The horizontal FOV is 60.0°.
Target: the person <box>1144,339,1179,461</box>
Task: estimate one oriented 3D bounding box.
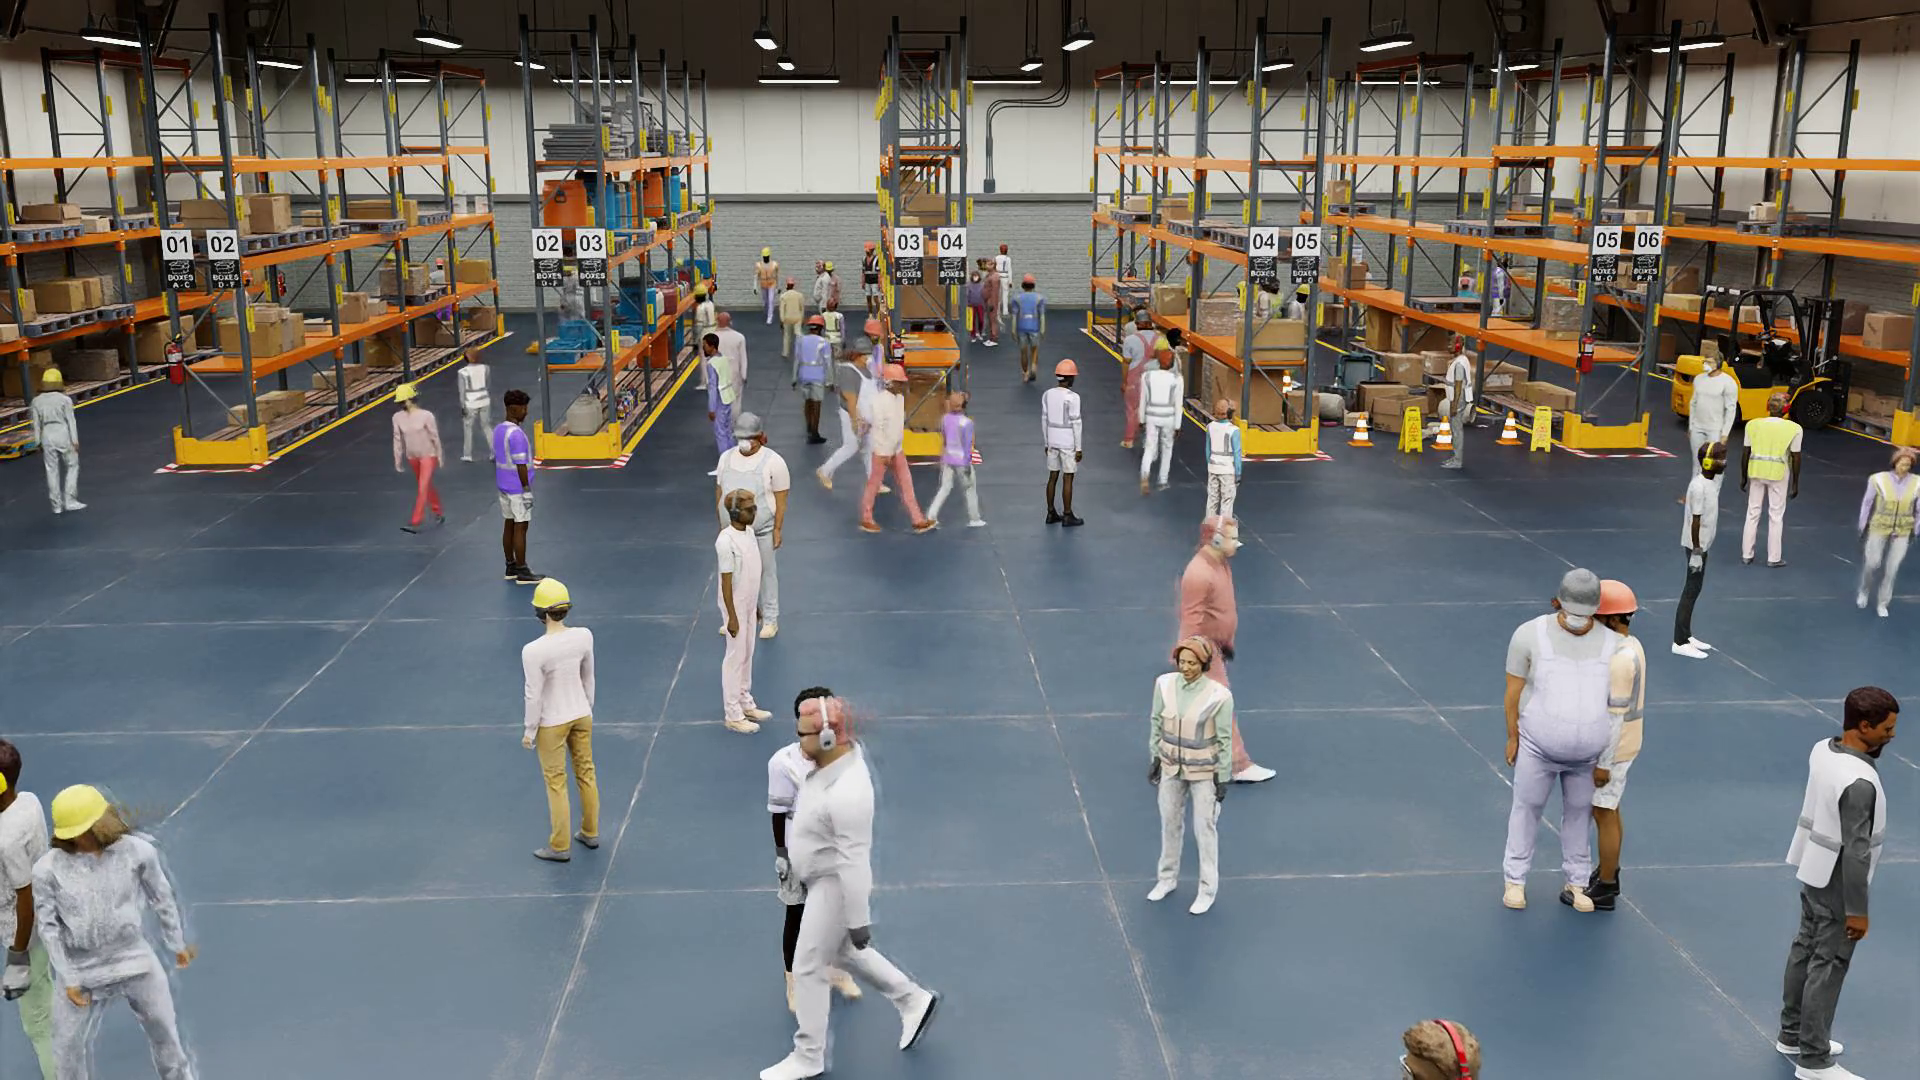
[{"bbox_3d":[2.813,-1.976,23.377,0.493,1.694,0.909,2,13,9],"label":"person"}]

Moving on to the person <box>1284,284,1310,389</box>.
[{"bbox_3d":[6.156,-3.728,30.357,0.451,1.907,0.581,6,15,24],"label":"person"}]

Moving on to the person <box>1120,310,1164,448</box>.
[{"bbox_3d":[2.640,-2.363,24.277,0.686,2.000,0.535,-5,14,-21],"label":"person"}]

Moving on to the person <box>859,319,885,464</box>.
[{"bbox_3d":[-1.232,-2.033,22.917,0.449,2.021,0.639,11,17,40],"label":"person"}]

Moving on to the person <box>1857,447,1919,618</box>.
[{"bbox_3d":[8.661,-0.073,15.482,0.515,1.622,0.353,4,14,17],"label":"person"}]

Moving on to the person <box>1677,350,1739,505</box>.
[{"bbox_3d":[9.087,-1.339,20.161,0.376,1.940,0.629,-6,14,-22],"label":"person"}]

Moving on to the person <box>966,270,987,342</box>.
[{"bbox_3d":[0.368,-5.255,37.443,0.506,1.623,0.383,0,13,0],"label":"person"}]

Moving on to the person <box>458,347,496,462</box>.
[{"bbox_3d":[-6.710,-1.873,23.105,0.526,1.619,0.618,-12,18,-42],"label":"person"}]

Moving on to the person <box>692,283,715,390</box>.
[{"bbox_3d":[-4.629,-3.686,30.131,0.384,1.926,0.603,3,14,14],"label":"person"}]

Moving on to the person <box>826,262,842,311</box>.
[{"bbox_3d":[-2.979,-5.512,38.273,0.540,1.727,0.849,-1,13,-6],"label":"person"}]

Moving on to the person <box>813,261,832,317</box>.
[{"bbox_3d":[-3.016,-5.169,36.487,0.397,1.900,0.635,-3,14,-12],"label":"person"}]

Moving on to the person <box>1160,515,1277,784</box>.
[{"bbox_3d":[1.804,0.755,11.444,0.934,1.861,0.663,4,14,16],"label":"person"}]

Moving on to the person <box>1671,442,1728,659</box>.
[{"bbox_3d":[6.386,0.072,14.329,0.313,1.869,0.538,7,15,29],"label":"person"}]

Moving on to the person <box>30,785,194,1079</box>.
[{"bbox_3d":[-3.643,1.837,7.233,0.799,1.706,0.360,-8,16,-31],"label":"person"}]

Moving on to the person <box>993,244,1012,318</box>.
[{"bbox_3d":[1.109,-6.667,42.848,0.584,1.882,0.339,12,18,41],"label":"person"}]

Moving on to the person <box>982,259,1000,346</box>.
[{"bbox_3d":[0.683,-5.252,36.793,0.409,1.913,0.648,-1,13,-4],"label":"person"}]

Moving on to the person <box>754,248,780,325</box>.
[{"bbox_3d":[-4.799,-6.354,41.539,0.604,1.879,0.979,1,13,5],"label":"person"}]

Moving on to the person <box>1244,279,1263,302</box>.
[{"bbox_3d":[6.927,-5.666,39.125,0.512,1.642,0.311,2,13,8],"label":"person"}]

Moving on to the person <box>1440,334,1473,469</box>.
[{"bbox_3d":[6.791,-1.882,22.689,0.392,1.836,0.561,3,14,12],"label":"person"}]

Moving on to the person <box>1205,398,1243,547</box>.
[{"bbox_3d":[2.888,-0.735,18.239,0.307,1.641,0.514,-10,16,-35],"label":"person"}]

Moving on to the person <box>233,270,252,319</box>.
[{"bbox_3d":[-13.921,-4.257,32.422,0.406,1.989,0.622,-10,16,-36],"label":"person"}]

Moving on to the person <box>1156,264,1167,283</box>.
[{"bbox_3d":[4.762,-5.729,39.428,0.277,1.627,0.502,-1,13,-3],"label":"person"}]

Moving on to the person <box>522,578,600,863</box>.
[{"bbox_3d":[-2.457,1.100,10.196,0.314,1.769,0.524,10,17,36],"label":"person"}]

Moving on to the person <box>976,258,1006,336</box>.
[{"bbox_3d":[0.651,-5.620,38.519,0.792,1.832,0.547,7,15,26],"label":"person"}]

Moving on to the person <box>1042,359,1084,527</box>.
[{"bbox_3d":[1.210,-1.124,19.253,0.550,1.934,0.363,13,18,43],"label":"person"}]

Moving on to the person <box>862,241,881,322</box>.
[{"bbox_3d":[-2.233,-6.459,41.669,0.614,2.029,0.408,10,17,37],"label":"person"}]

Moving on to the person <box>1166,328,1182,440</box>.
[{"bbox_3d":[3.155,-2.334,24.920,0.320,1.685,0.539,3,14,13],"label":"person"}]

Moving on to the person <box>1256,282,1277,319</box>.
[{"bbox_3d":[5.720,-3.993,31.213,0.401,2.036,0.606,1,13,6],"label":"person"}]

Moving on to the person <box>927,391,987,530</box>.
[{"bbox_3d":[-0.064,-0.898,19.028,0.798,1.615,0.528,-12,18,-41],"label":"person"}]

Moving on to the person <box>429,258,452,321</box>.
[{"bbox_3d":[-12.282,-5.805,39.464,0.563,1.756,0.318,-4,14,-18],"label":"person"}]

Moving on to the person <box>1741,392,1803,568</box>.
[{"bbox_3d":[8.433,-0.625,17.338,0.570,1.840,0.372,12,18,41],"label":"person"}]
